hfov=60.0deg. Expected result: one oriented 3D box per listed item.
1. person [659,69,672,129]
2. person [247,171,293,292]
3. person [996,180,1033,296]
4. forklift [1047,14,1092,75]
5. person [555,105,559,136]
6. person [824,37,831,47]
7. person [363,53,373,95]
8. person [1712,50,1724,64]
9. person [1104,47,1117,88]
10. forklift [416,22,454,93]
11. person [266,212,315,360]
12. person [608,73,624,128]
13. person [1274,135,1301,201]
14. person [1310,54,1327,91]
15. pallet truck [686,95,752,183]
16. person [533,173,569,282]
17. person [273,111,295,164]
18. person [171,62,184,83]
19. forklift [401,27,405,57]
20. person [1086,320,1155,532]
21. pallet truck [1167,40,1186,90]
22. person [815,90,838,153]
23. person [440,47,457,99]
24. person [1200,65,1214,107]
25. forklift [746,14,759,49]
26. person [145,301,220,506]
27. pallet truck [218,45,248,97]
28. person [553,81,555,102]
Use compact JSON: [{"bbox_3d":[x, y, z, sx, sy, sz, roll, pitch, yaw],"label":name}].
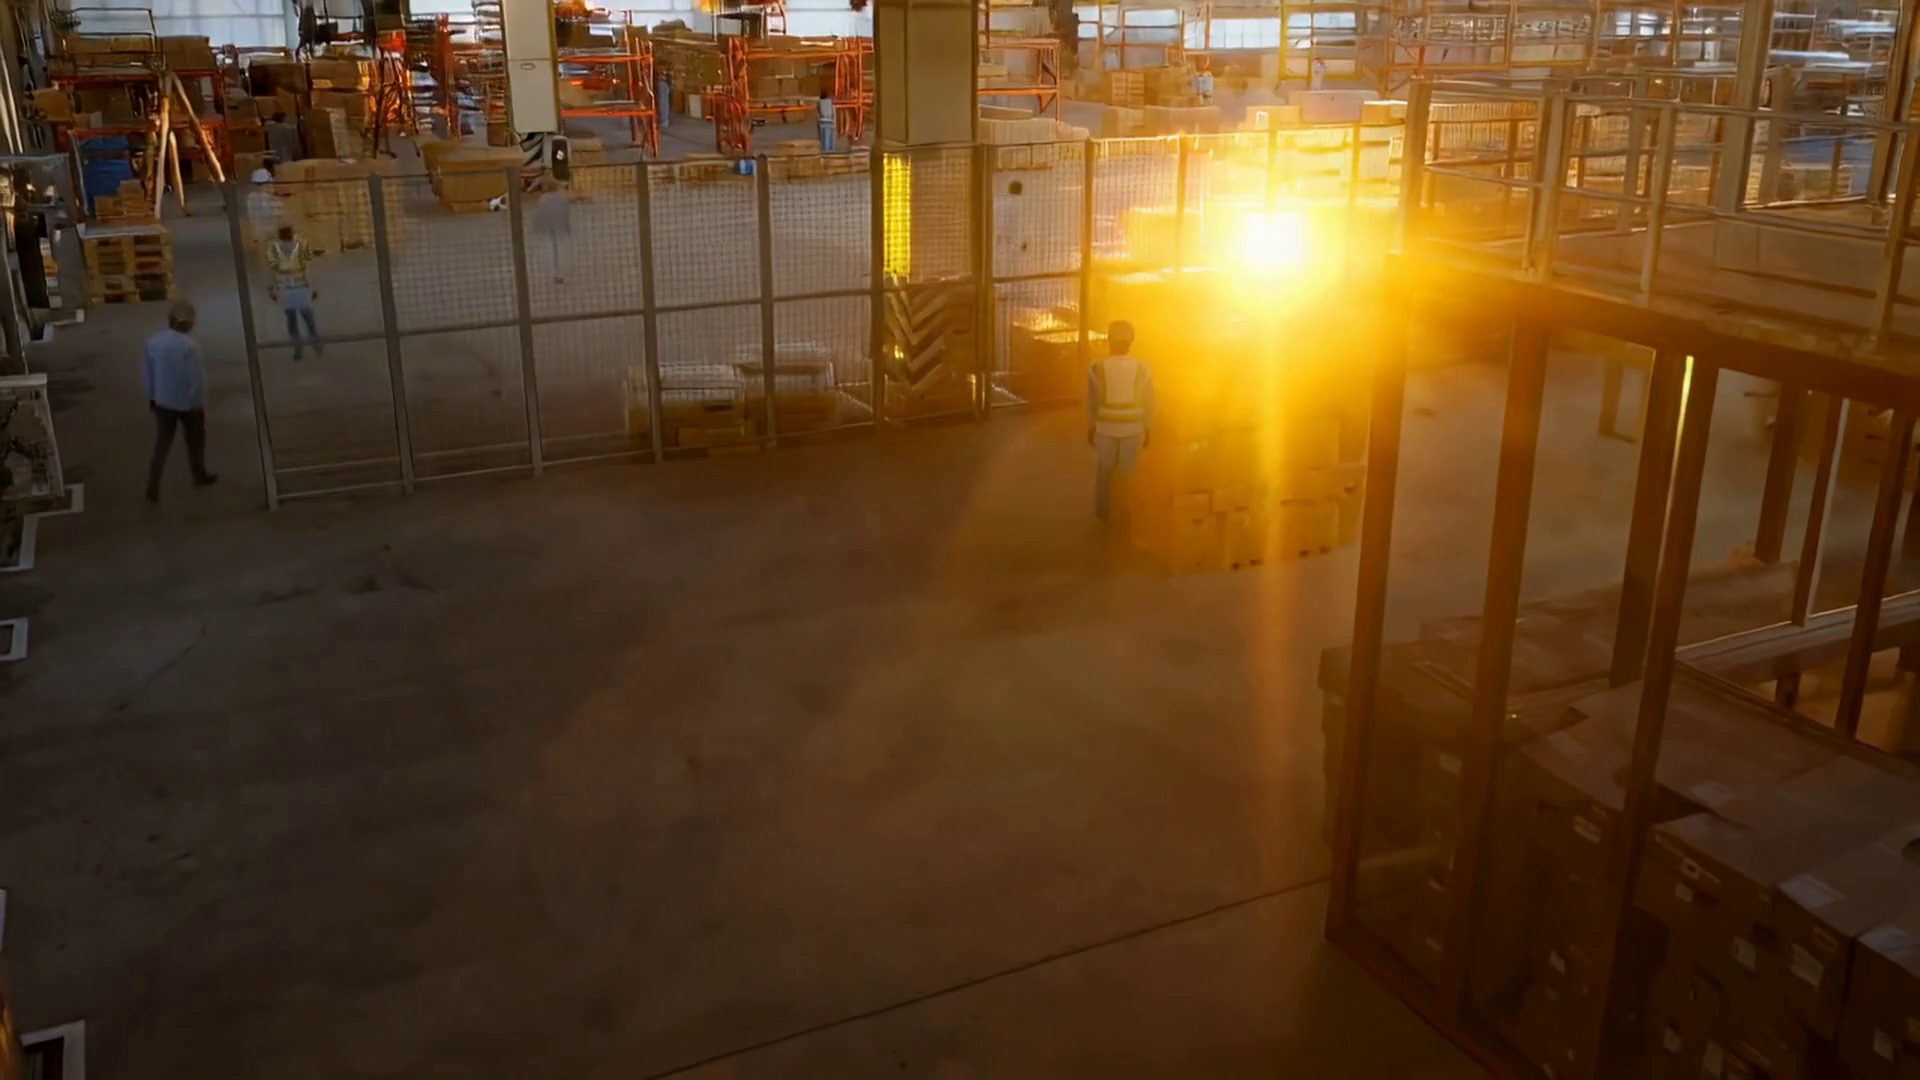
[{"bbox_3d":[-9.395,-14.032,52.930,0.340,1.840,0.512,4,19,12],"label":"person"},{"bbox_3d":[-10.884,-4.876,26.280,0.480,1.901,0.641,18,26,41],"label":"person"},{"bbox_3d":[0.850,-4.728,26.034,0.617,1.800,0.968,6,20,16],"label":"person"},{"bbox_3d":[5.215,-23.304,78.225,1.873,2.768,1.129,-9,21,-25],"label":"forklift"},{"bbox_3d":[-10.400,-10.424,42.416,0.591,1.862,0.590,4,19,10],"label":"person"},{"bbox_3d":[-5.985,-22.047,76.074,0.607,1.893,0.806,-15,24,-36],"label":"person"},{"bbox_3d":[-23.591,-18.632,66.552,0.514,1.642,0.310,-9,21,-25],"label":"person"},{"bbox_3d":[31.638,-19.663,69.546,0.431,1.624,0.517,-7,20,-19],"label":"person"},{"bbox_3d":[6.359,-19.973,70.355,0.539,1.695,0.318,-1,19,-3],"label":"person"},{"bbox_3d":[-21.387,-19.546,67.330,1.129,2.768,1.873,13,23,33],"label":"forklift"},{"bbox_3d":[-8.754,-3.352,21.838,0.550,1.921,0.569,-3,19,-10],"label":"person"},{"bbox_3d":[-11.045,-14.175,53.542,0.493,1.699,0.890,0,19,1],"label":"person"},{"bbox_3d":[6.380,-6.975,32.506,0.508,1.818,0.999,-7,20,-18],"label":"person"},{"bbox_3d":[12.760,-16.316,59.348,0.612,1.961,0.368,18,26,42],"label":"person"},{"bbox_3d":[-5.836,-9.608,39.856,0.823,1.965,1.885,10,22,27],"label":"pallet truck"},{"bbox_3d":[-6.720,-5.127,27.263,0.542,1.725,0.863,-11,22,-30],"label":"person"},{"bbox_3d":[-14.483,-8.200,35.777,0.377,1.995,0.611,-2,19,-5],"label":"person"},{"bbox_3d":[-30.098,-17.786,63.689,0.568,1.909,0.631,-3,19,-8],"label":"person"},{"bbox_3d":[-20.650,-17.285,60.777,1.129,2.768,1.873,-17,26,-41],"label":"forklift"},{"bbox_3d":[1.444,-1.018,15.033,0.616,1.943,0.395,1,19,4],"label":"person"},{"bbox_3d":[9.045,-19.971,69.895,0.823,1.965,1.885,-3,19,-8],"label":"pallet truck"},{"bbox_3d":[-3.545,-10.944,43.969,0.633,1.837,0.429,-7,20,-19],"label":"person"},{"bbox_3d":[-19.967,-18.257,65.018,0.635,1.936,0.355,-12,23,-32],"label":"person"},{"bbox_3d":[7.849,-14.180,53.199,0.360,1.938,0.546,-10,21,-27],"label":"person"},{"bbox_3d":[-9.717,-23.340,78.329,1.873,2.768,1.129,-9,21,-25],"label":"forklift"},{"bbox_3d":[-7.545,-1.315,15.934,0.664,1.932,0.951,4,19,10],"label":"person"},{"bbox_3d":[-28.879,-18.665,66.111,0.823,1.965,1.885,-3,19,-9],"label":"pallet truck"},{"bbox_3d":[-12.629,-13.446,51.073,0.374,1.936,0.629,5,20,14],"label":"person"}]
